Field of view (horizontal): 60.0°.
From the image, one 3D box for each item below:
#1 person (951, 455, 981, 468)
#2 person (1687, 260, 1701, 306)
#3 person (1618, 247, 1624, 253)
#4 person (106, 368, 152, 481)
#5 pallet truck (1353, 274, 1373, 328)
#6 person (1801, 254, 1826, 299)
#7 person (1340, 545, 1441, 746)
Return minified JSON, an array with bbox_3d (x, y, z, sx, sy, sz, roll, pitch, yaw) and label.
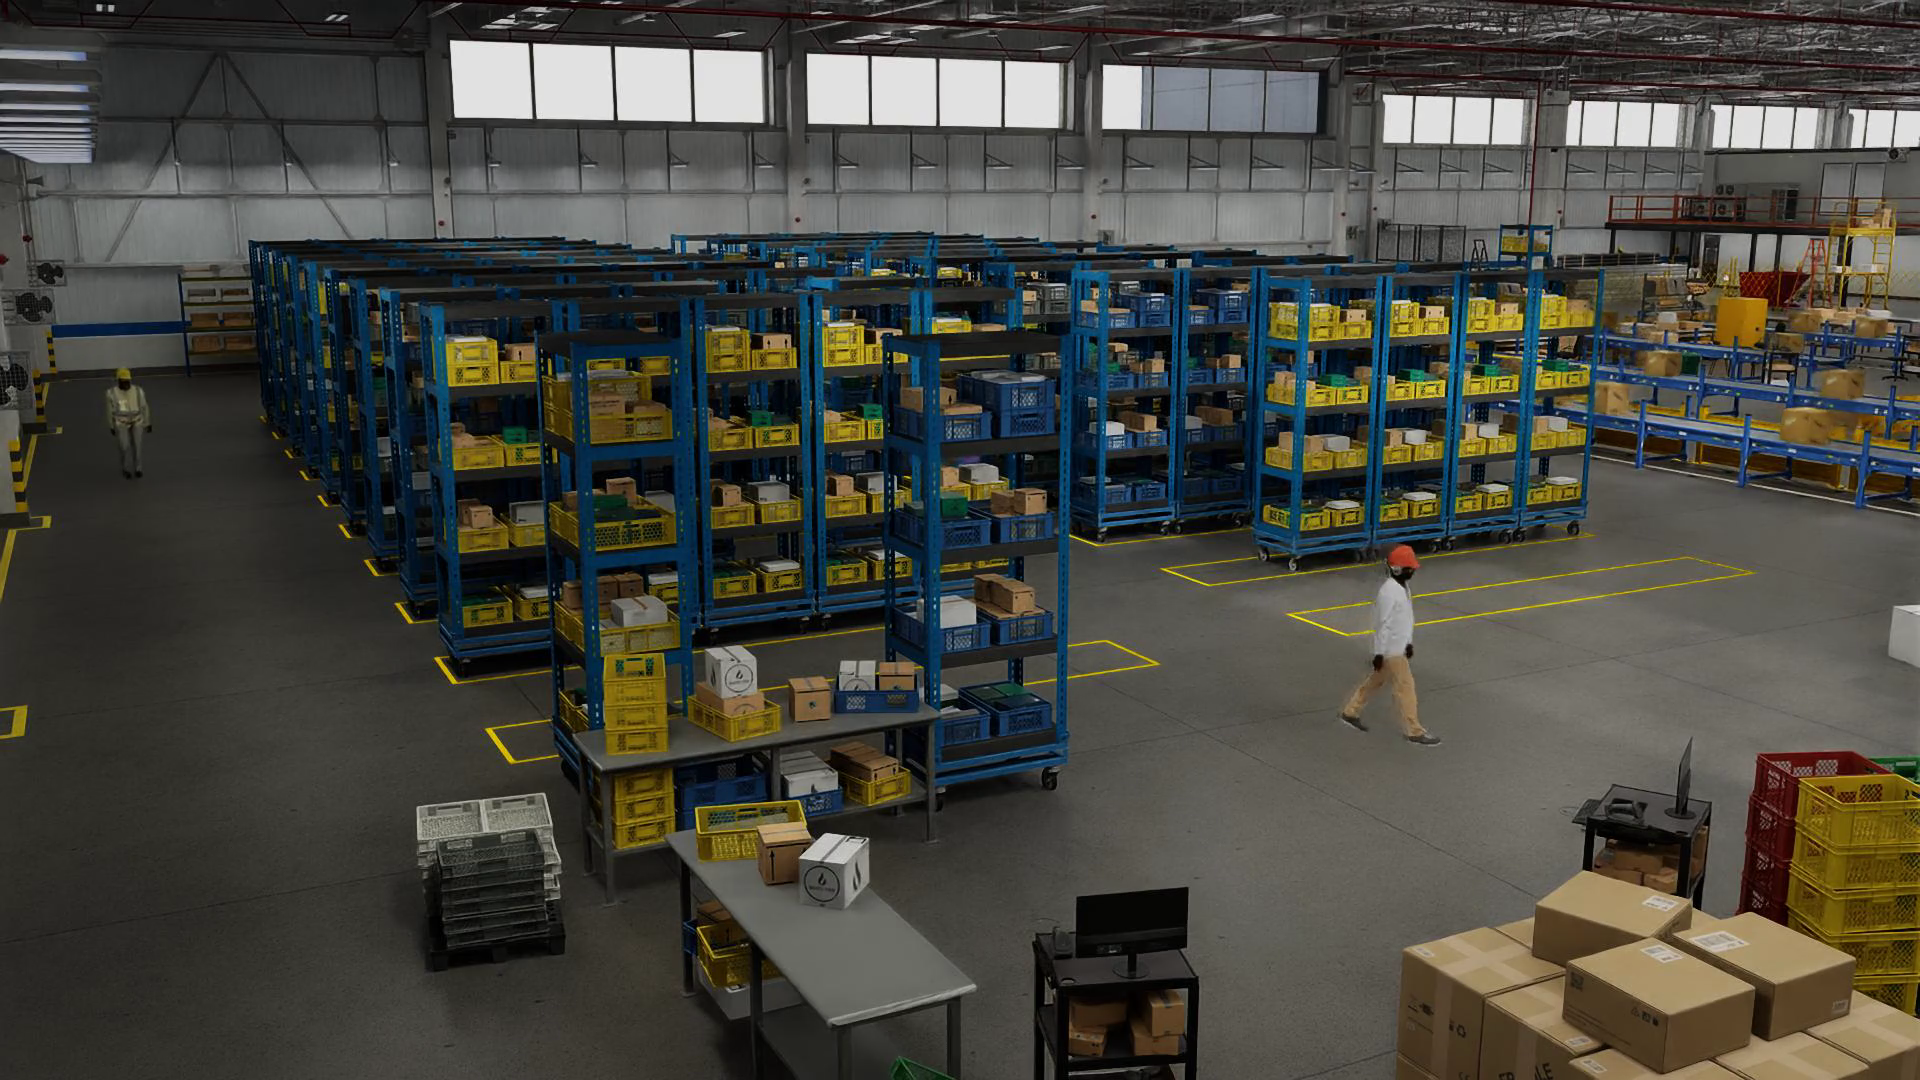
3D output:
[{"bbox_3d":[0.109,-0.986,22.698,0.969,1.796,0.562,11,17,43],"label":"person"},{"bbox_3d":[27.919,-9.707,63.261,0.585,1.881,0.337,-6,14,-27],"label":"person"},{"bbox_3d":[29.816,-12.296,75.268,0.594,1.924,0.382,-6,14,-27],"label":"person"},{"bbox_3d":[-13.340,-1.862,26.752,0.607,1.807,0.710,-9,15,-36],"label":"person"},{"bbox_3d":[13.011,-8.050,55.243,0.823,1.965,1.885,-7,14,-28],"label":"pallet truck"},{"bbox_3d":[35.416,-10.908,68.851,0.545,1.907,0.950,-11,16,-42],"label":"person"},{"bbox_3d":[3.683,0.867,14.212,0.882,1.712,0.576,6,13,26],"label":"person"}]
